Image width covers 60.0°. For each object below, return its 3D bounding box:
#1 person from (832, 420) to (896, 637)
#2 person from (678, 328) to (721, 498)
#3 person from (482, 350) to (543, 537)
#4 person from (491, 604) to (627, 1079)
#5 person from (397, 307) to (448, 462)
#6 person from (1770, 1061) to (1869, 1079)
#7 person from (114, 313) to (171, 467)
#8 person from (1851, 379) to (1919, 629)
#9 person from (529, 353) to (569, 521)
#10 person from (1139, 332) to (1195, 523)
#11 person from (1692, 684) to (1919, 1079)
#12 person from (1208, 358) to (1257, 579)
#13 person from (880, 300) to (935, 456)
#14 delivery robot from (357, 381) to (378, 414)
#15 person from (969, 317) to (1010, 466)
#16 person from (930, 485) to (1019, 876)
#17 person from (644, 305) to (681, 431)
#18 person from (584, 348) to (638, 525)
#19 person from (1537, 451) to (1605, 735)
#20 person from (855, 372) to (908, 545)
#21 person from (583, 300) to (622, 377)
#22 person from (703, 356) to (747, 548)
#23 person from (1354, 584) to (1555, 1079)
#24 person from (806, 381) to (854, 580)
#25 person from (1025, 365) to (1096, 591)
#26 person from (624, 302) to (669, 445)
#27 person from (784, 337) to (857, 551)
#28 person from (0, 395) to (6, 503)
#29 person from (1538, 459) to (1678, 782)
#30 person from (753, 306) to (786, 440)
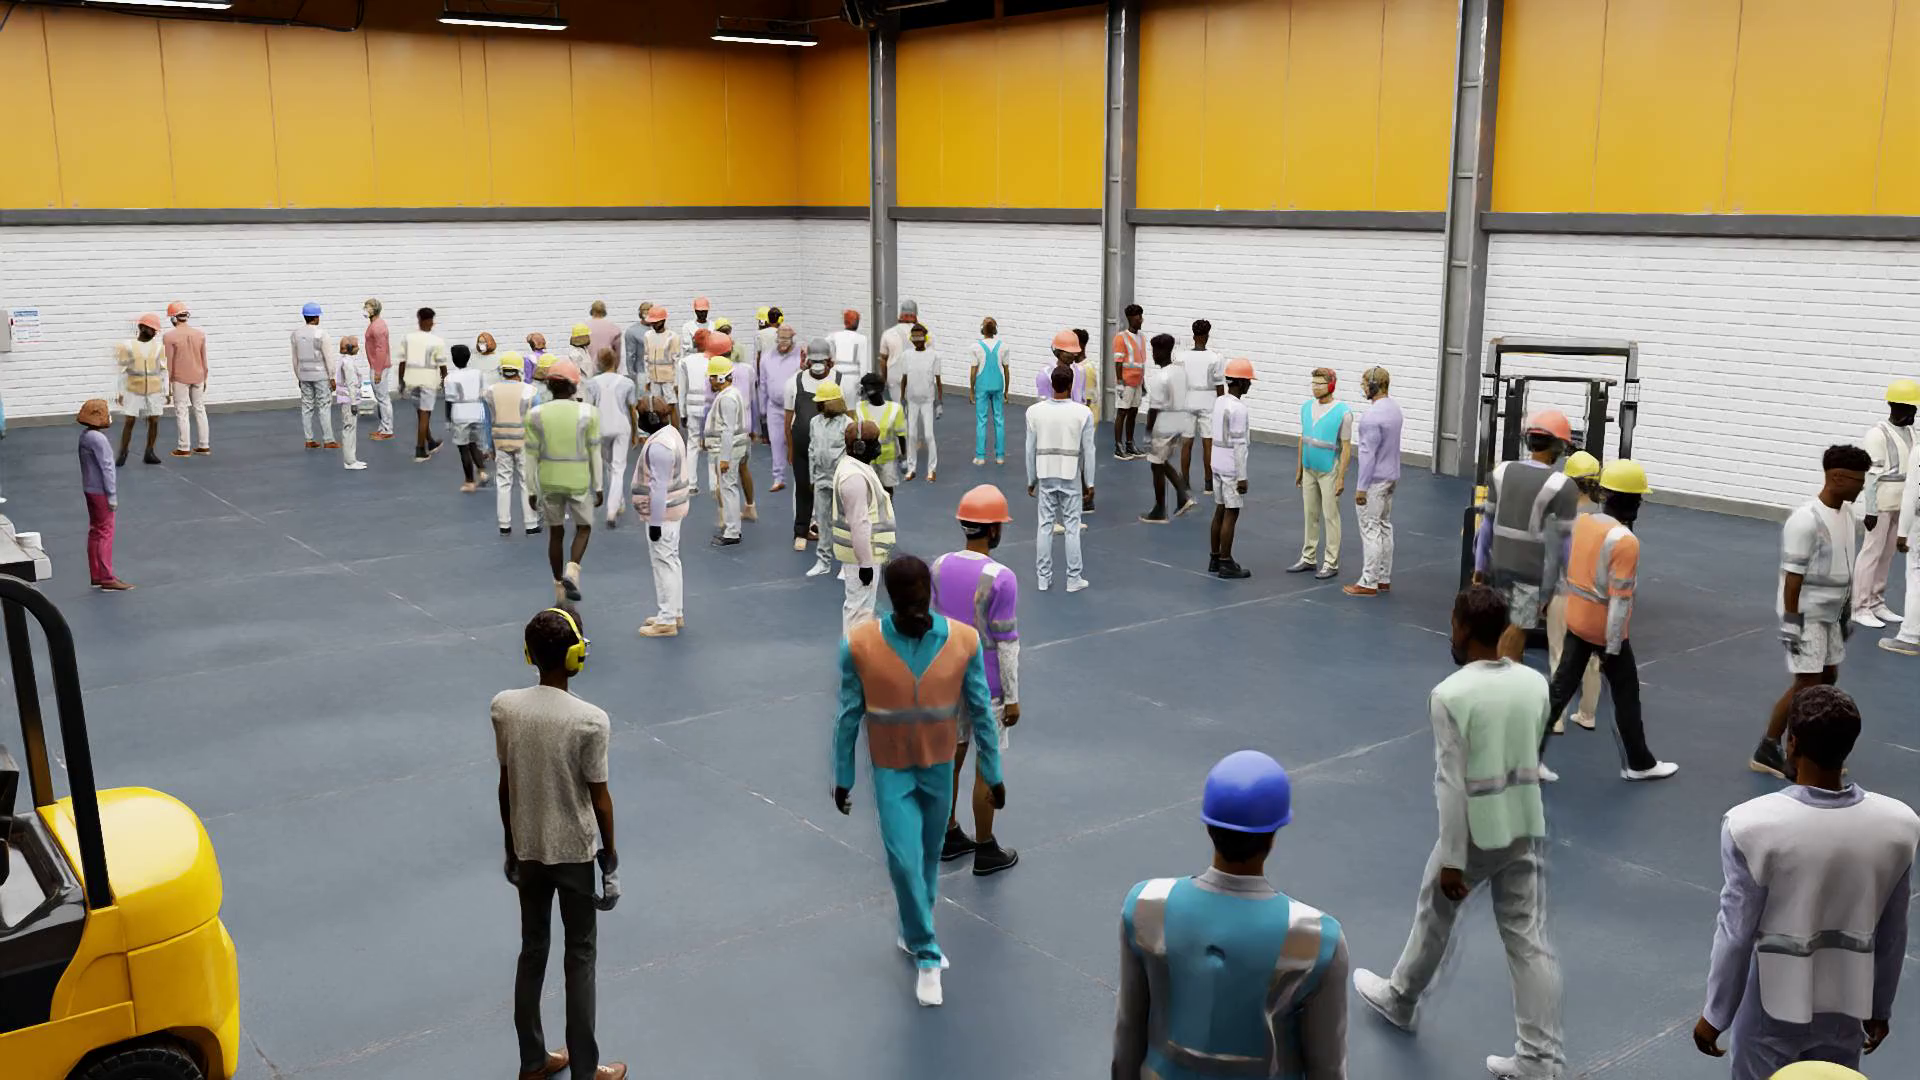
[{"bbox_3d":[-0.645,0.105,11.215,0.429,1.844,0.627,-1,12,-6],"label":"person"},{"bbox_3d":[-2.850,-1.407,18.465,0.591,1.873,0.372,3,12,16],"label":"person"},{"bbox_3d":[-4.347,-0.938,16.289,0.595,1.826,0.403,1,12,5],"label":"person"},{"bbox_3d":[-1.473,1.155,6.111,0.500,1.861,0.328,4,12,19],"label":"person"},{"bbox_3d":[-6.763,-1.999,21.169,0.613,1.917,0.933,3,12,14],"label":"person"},{"bbox_3d":[1.559,1.807,3.178,0.323,1.767,0.533,9,15,36],"label":"person"},{"bbox_3d":[-10.138,-1.846,20.539,0.724,1.883,0.413,-9,15,-37],"label":"person"},{"bbox_3d":[7.208,-0.287,12.895,0.595,1.925,0.371,-8,14,-35],"label":"person"},{"bbox_3d":[-4.213,-1.044,17.038,0.489,1.728,0.323,2,12,9],"label":"person"},{"bbox_3d":[2.082,-1.126,16.869,0.470,1.954,0.637,9,15,36],"label":"person"},{"bbox_3d":[2.492,1.369,4.921,0.597,1.916,0.371,-1,12,-6],"label":"person"},{"bbox_3d":[2.391,-0.629,14.551,0.387,1.929,0.547,-2,12,-11],"label":"person"},{"bbox_3d":[-0.676,-2.119,21.468,0.696,2.000,0.998,0,12,-2],"label":"person"},{"bbox_3d":[-8.891,-2.147,24.983,0.477,0.478,0.707,-2,12,-11],"label":"delivery robot"},{"bbox_3d":[0.363,-1.836,20.580,0.509,1.846,0.342,-2,12,-11],"label":"person"},{"bbox_3d":[0.096,0.686,8.200,0.388,1.930,0.544,-11,16,-43],"label":"person"},{"bbox_3d":[-3.895,-2.100,21.692,0.547,1.920,0.420,6,13,25],"label":"person"},{"bbox_3d":[-3.571,-1.059,17.010,0.511,1.794,0.967,0,12,-2],"label":"person"},{"bbox_3d":[3.797,0.331,10.305,0.527,1.768,0.314,-4,12,-18],"label":"person"},{"bbox_3d":[-0.781,-0.768,15.805,0.573,1.675,0.358,-1,12,-3],"label":"person"},{"bbox_3d":[-4.946,-2.317,22.752,0.638,1.901,0.869,-3,12,-15],"label":"person"},{"bbox_3d":[-2.235,-0.843,15.851,0.403,1.819,0.601,-1,12,-7],"label":"person"},{"bbox_3d":[1.962,1.097,6.367,0.600,1.858,0.998,-6,13,-28],"label":"person"},{"bbox_3d":[-1.115,-0.519,14.479,0.487,1.737,0.321,6,13,28],"label":"person"},{"bbox_3d":[0.847,-0.514,14.016,0.596,1.918,0.384,4,12,17],"label":"person"},{"bbox_3d":[-4.165,-2.226,22.275,0.635,1.927,0.372,-8,14,-32],"label":"person"},{"bbox_3d":[-1.312,-0.897,15.570,0.685,2.000,0.535,0,12,2],"label":"person"},{"bbox_3d":[-10.578,-1.179,17.928,0.527,1.630,0.314,-2,12,-11],"label":"person"},{"bbox_3d":[3.601,0.472,9.370,0.971,1.881,0.604,-3,12,-14],"label":"person"},{"bbox_3d":[-2.620,-2.276,22.751,0.403,1.826,0.595,7,14,31],"label":"person"}]
